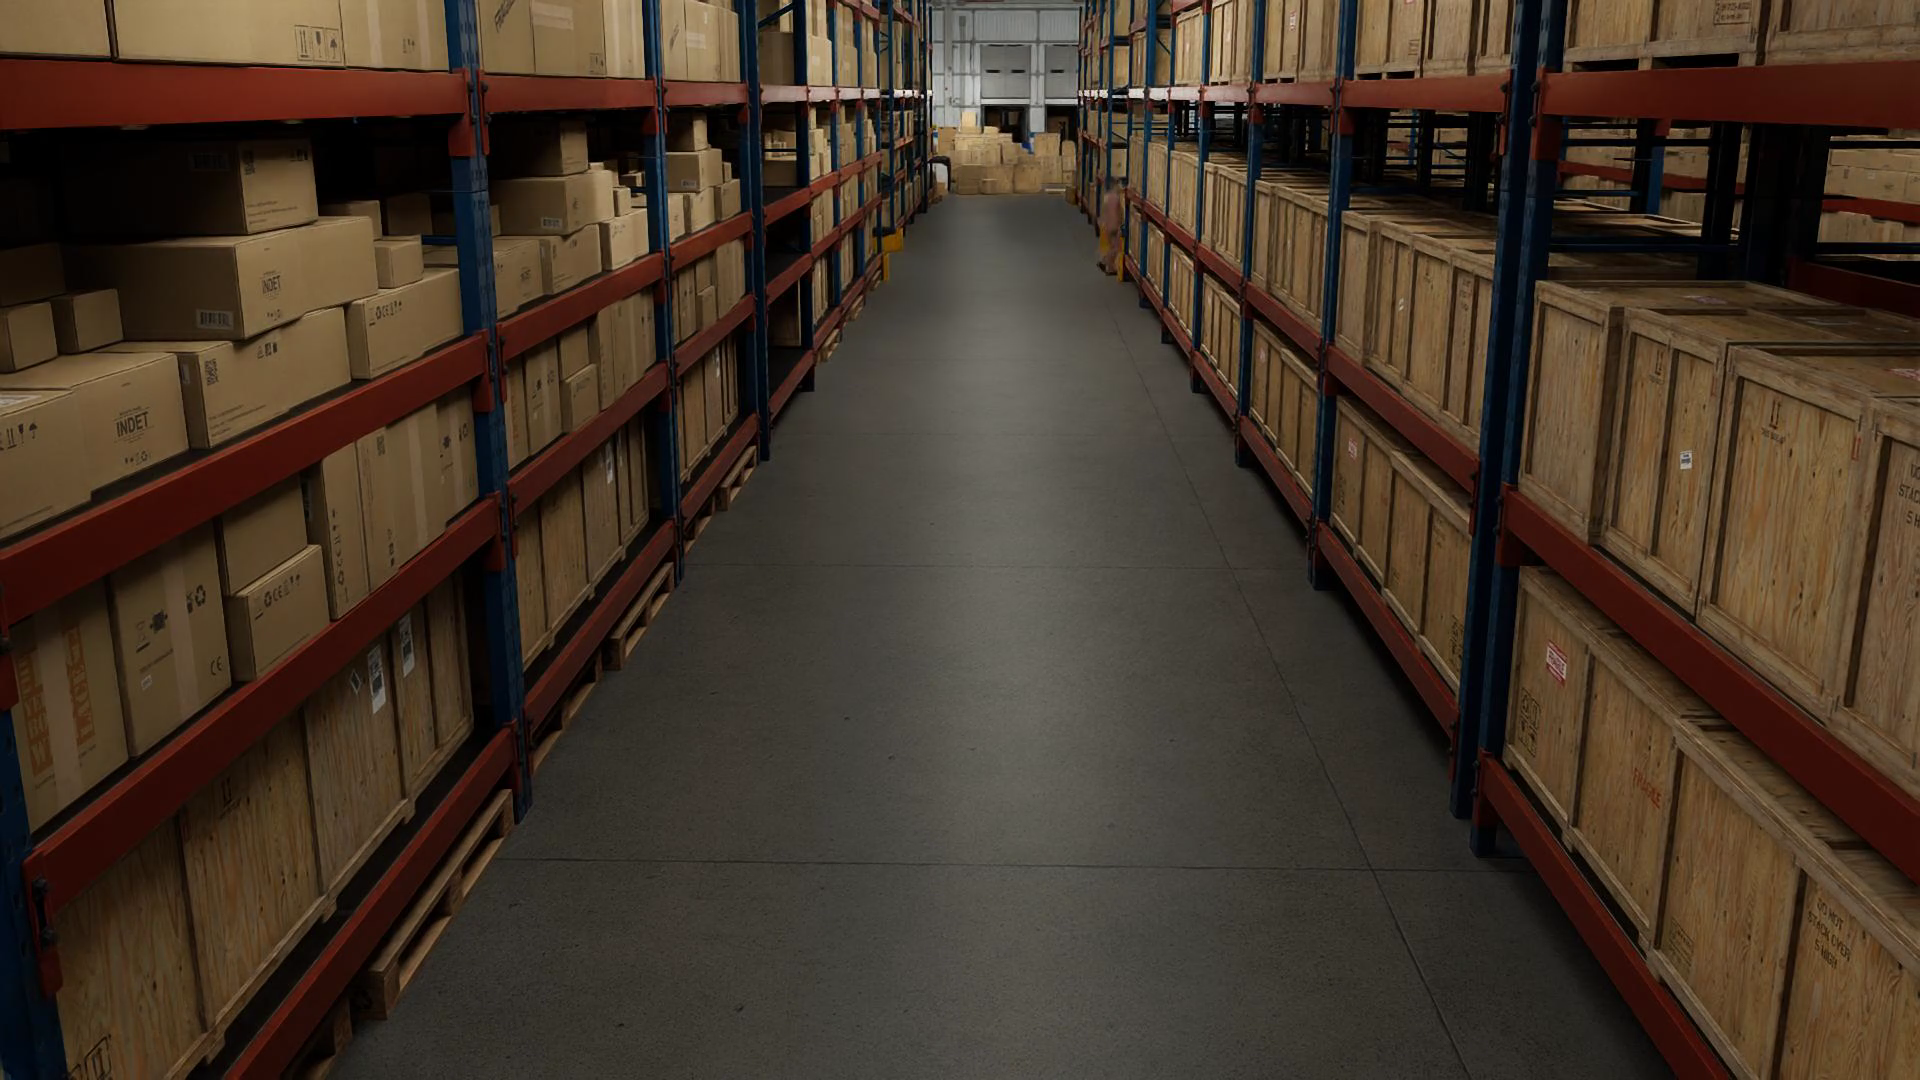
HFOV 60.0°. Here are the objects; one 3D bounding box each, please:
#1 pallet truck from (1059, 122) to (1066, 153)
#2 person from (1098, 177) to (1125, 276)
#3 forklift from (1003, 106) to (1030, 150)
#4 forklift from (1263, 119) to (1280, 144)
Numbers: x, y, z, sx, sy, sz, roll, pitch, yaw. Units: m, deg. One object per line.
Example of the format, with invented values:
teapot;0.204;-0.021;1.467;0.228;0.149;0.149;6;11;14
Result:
pallet truck;5.788;-21.111;88.014;1.885;1.965;0.823;5;16;18
person;2.978;-6.050;32.174;0.450;1.892;0.661;0;15;2
forklift;2.624;-20.120;82.651;1.129;2.768;1.873;-7;17;-24
forklift;7.706;-9.251;42.212;1.129;2.768;1.873;0;15;1
